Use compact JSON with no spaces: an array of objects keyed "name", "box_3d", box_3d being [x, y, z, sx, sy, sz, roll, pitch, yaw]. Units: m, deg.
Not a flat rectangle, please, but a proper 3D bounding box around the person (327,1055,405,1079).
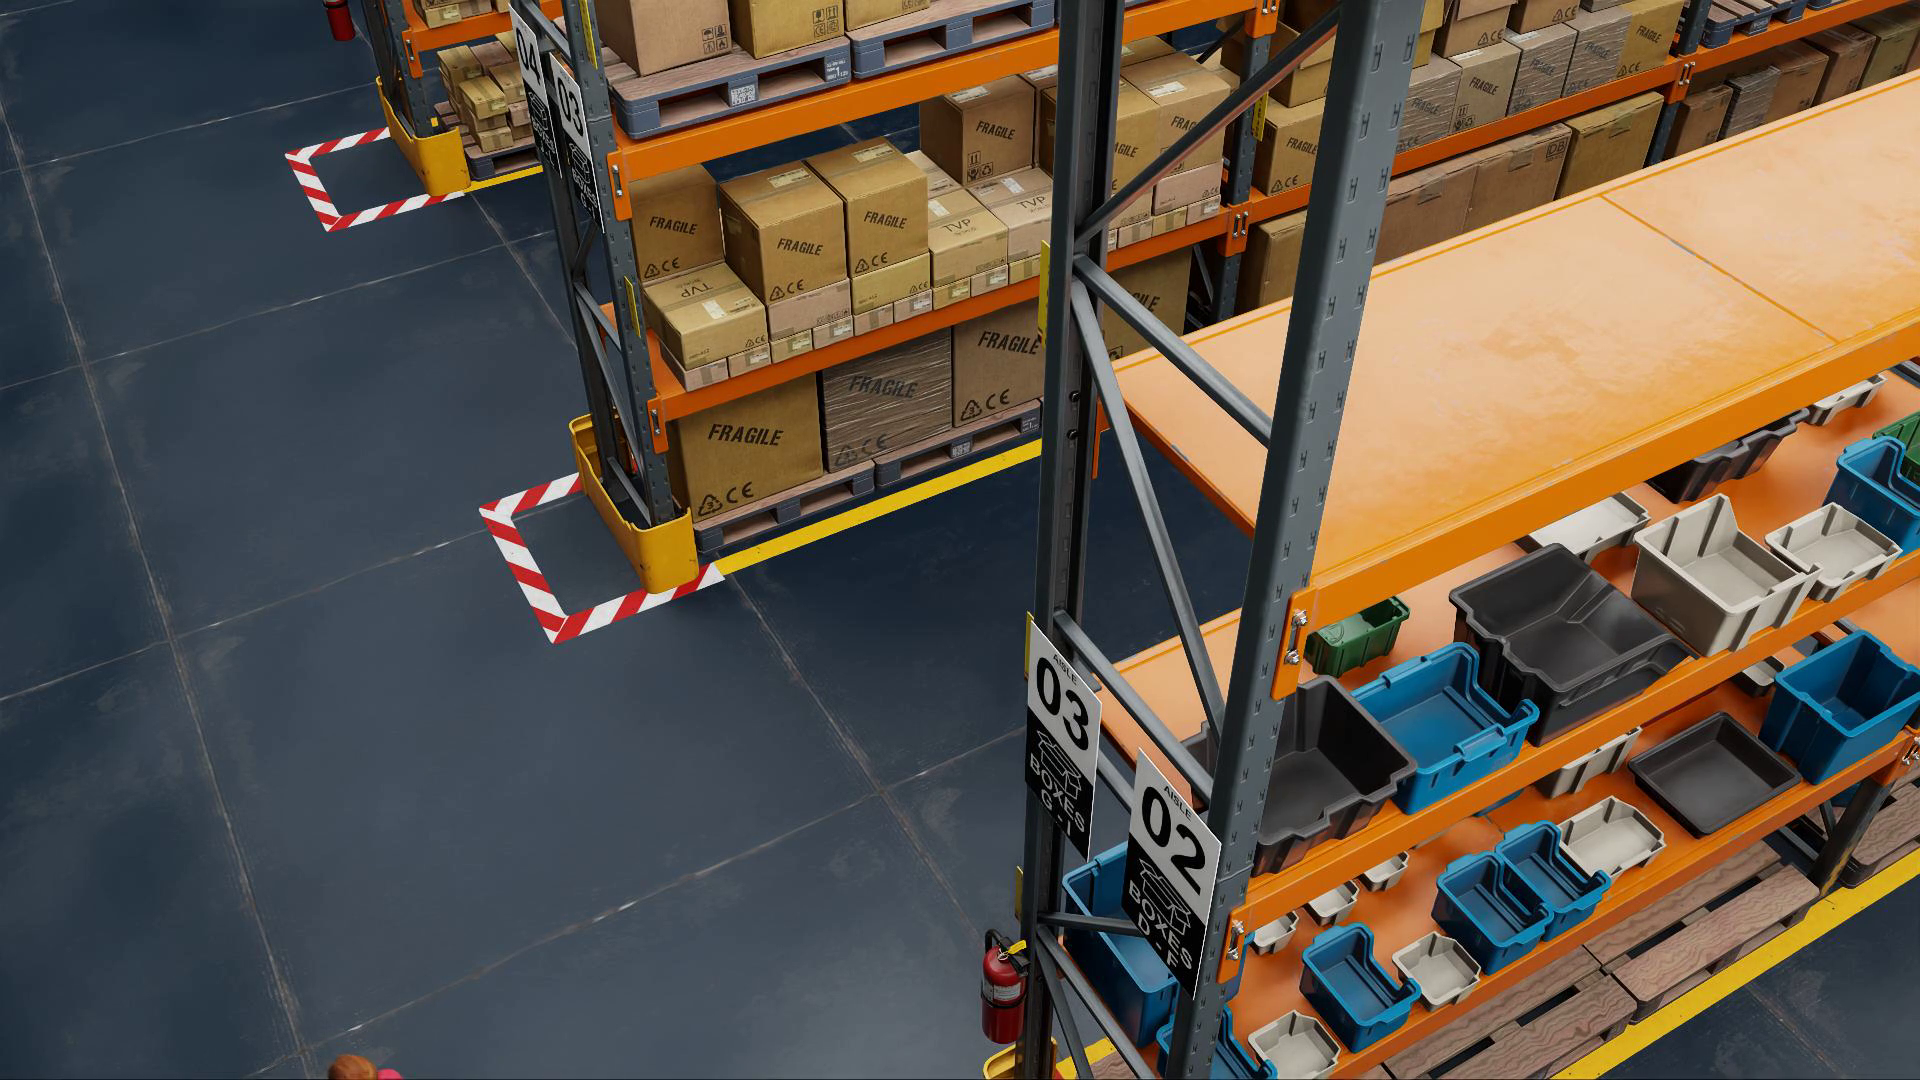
[{"name":"person","box_3d":[-2.231,2.412,6.564,0.658,1.316,0.584,16,45,16]}]
